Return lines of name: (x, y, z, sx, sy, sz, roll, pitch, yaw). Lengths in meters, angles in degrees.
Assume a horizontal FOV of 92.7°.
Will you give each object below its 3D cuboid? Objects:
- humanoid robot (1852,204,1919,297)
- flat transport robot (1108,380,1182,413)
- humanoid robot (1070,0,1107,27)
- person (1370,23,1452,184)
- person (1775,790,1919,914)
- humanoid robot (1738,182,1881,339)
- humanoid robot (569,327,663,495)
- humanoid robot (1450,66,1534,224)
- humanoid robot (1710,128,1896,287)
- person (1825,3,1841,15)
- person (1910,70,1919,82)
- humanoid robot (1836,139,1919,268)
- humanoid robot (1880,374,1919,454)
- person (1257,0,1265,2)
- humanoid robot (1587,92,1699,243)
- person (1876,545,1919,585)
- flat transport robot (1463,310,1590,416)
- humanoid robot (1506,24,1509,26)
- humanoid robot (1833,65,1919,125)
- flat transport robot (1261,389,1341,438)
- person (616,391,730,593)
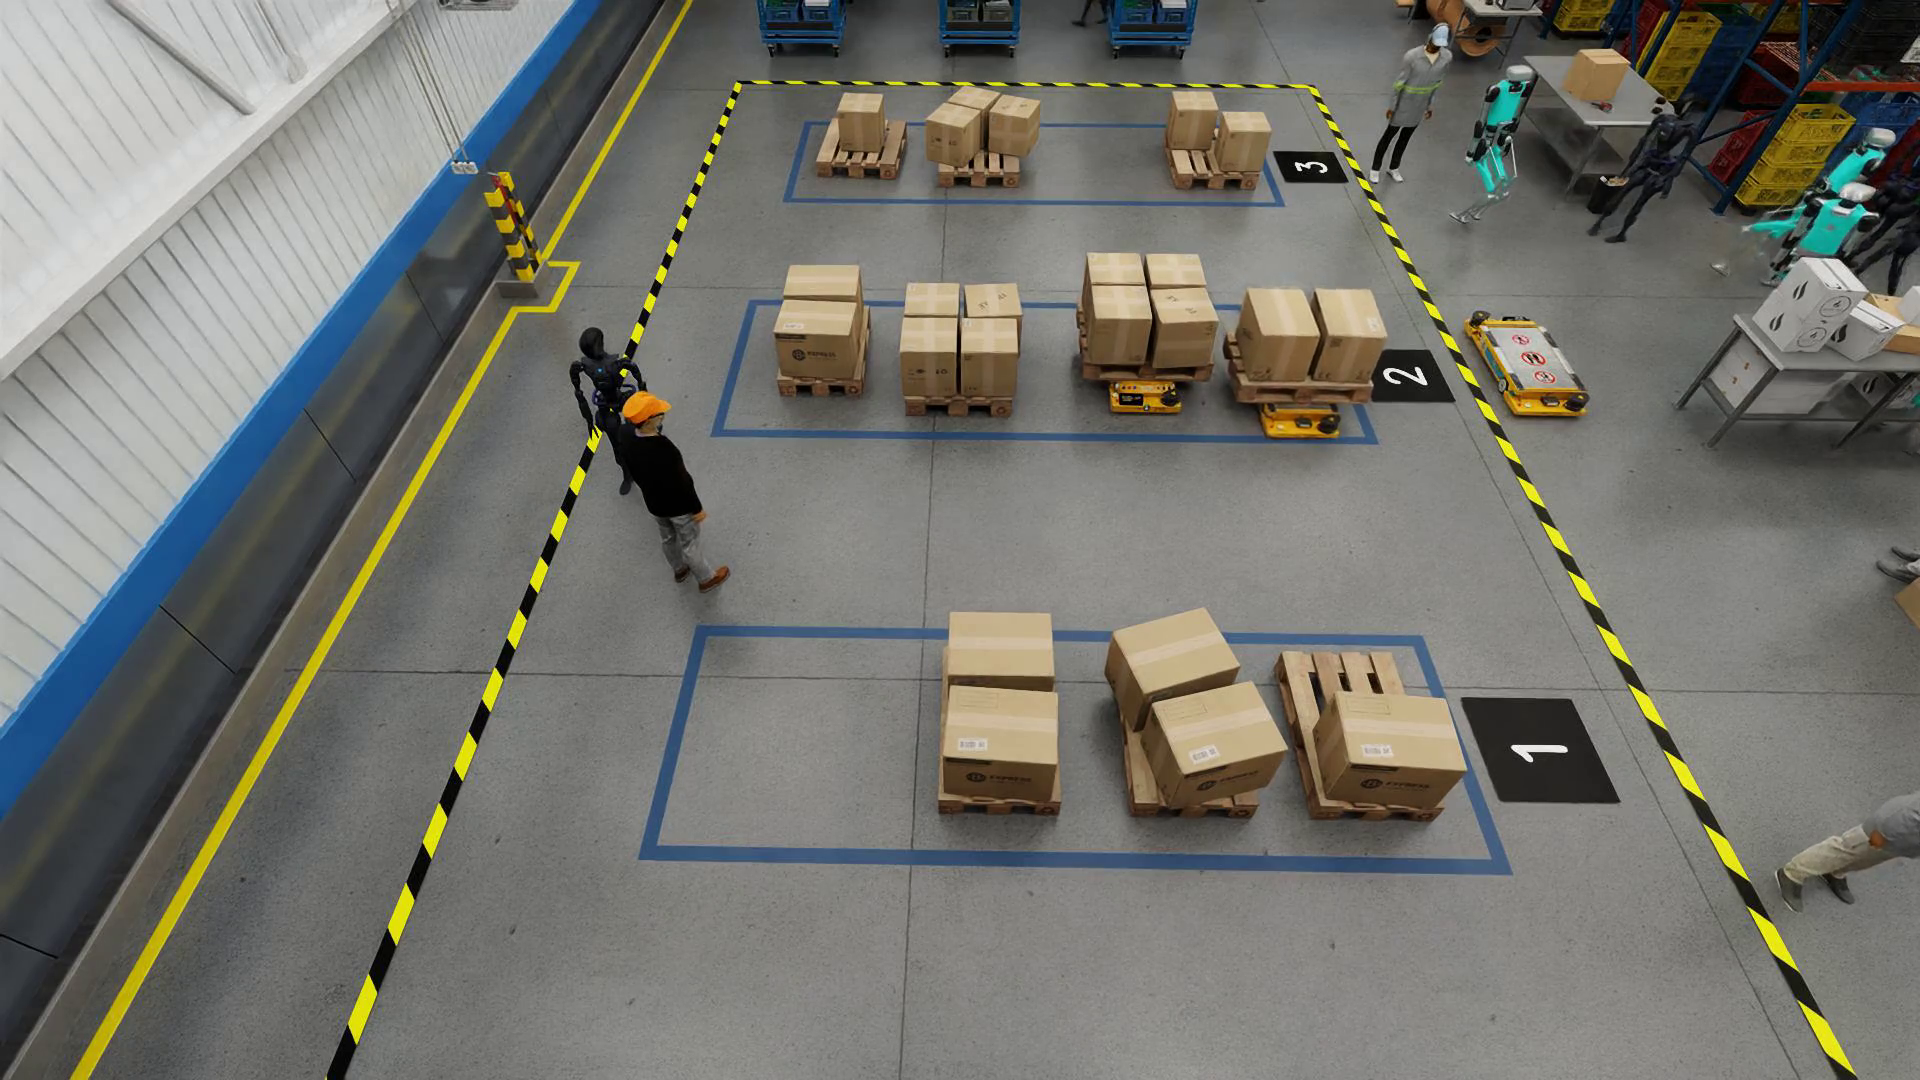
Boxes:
humanoid robot: (9.776, -3.168, 9.375, 0.601, 1.626, 0.709, -35, 58, -26)
flat transport robot: (1.773, -1.807, 9.079, 0.652, 0.197, 1.431, 1, 49, 1)
humanoid robot: (2.128, -8.971, 14.379, 0.712, 1.630, 0.616, -3, 49, -3)
person: (5.426, -5.215, 11.003, 0.586, 1.848, 0.391, -4, 49, -3)
person: (5.391, 1.619, 5.142, 0.564, 1.762, 0.406, -4, 49, -4)
humanoid robot: (8.205, -2.675, 8.888, 0.822, 1.797, 0.562, -36, 58, -27)
humanoid robot: (-2.774, -1.038, 7.491, 0.599, 1.655, 0.315, -7, 50, -6)
humanoid robot: (6.017, -4.310, 10.207, 0.533, 1.672, 0.735, -12, 50, -10)
humanoid robot: (8.628, -3.451, 9.588, 1.021, 1.762, 0.531, 14, 51, 12)
person: (12.456, -7.513, 13.023, 0.658, 1.792, 0.619, -10, 50, -9)
person: (14.035, -7.207, 12.747, 0.584, 1.824, 0.404, 17, 51, 14)
humanoid robot: (10.054, -3.674, 9.774, 0.337, 1.649, 0.589, -6, 49, -6)
humanoid robot: (8.679, -1.547, 7.918, 0.542, 1.740, 0.970, -17, 51, -14)
person: (5.049, -9.932, 15.026, 0.636, 1.938, 0.359, 20, 52, 17)
humanoid robot: (7.610, -4.055, 10.112, 0.406, 1.651, 0.615, -18, 52, -15)
person: (7.733, -0.387, 6.767, 0.602, 1.939, 0.411, -30, 55, -23)
flat transport robot: (5.573, -1.757, 9.054, 0.659, 0.231, 1.431, 1, 49, 1)
humanoid robot: (8.630, -8.985, 14.396, 0.587, 1.619, 0.727, -8, 50, -7)
humanoid robot: (11.928, -6.070, 11.839, 1.046, 1.760, 0.554, -1, 49, -1)
flat transport robot: (3.167, -1.534, 8.843, 0.652, 0.197, 1.431, 1, 49, 1)
person: (-2.128, -0.319, 6.745, 0.585, 1.880, 0.386, 25, 54, 20)
